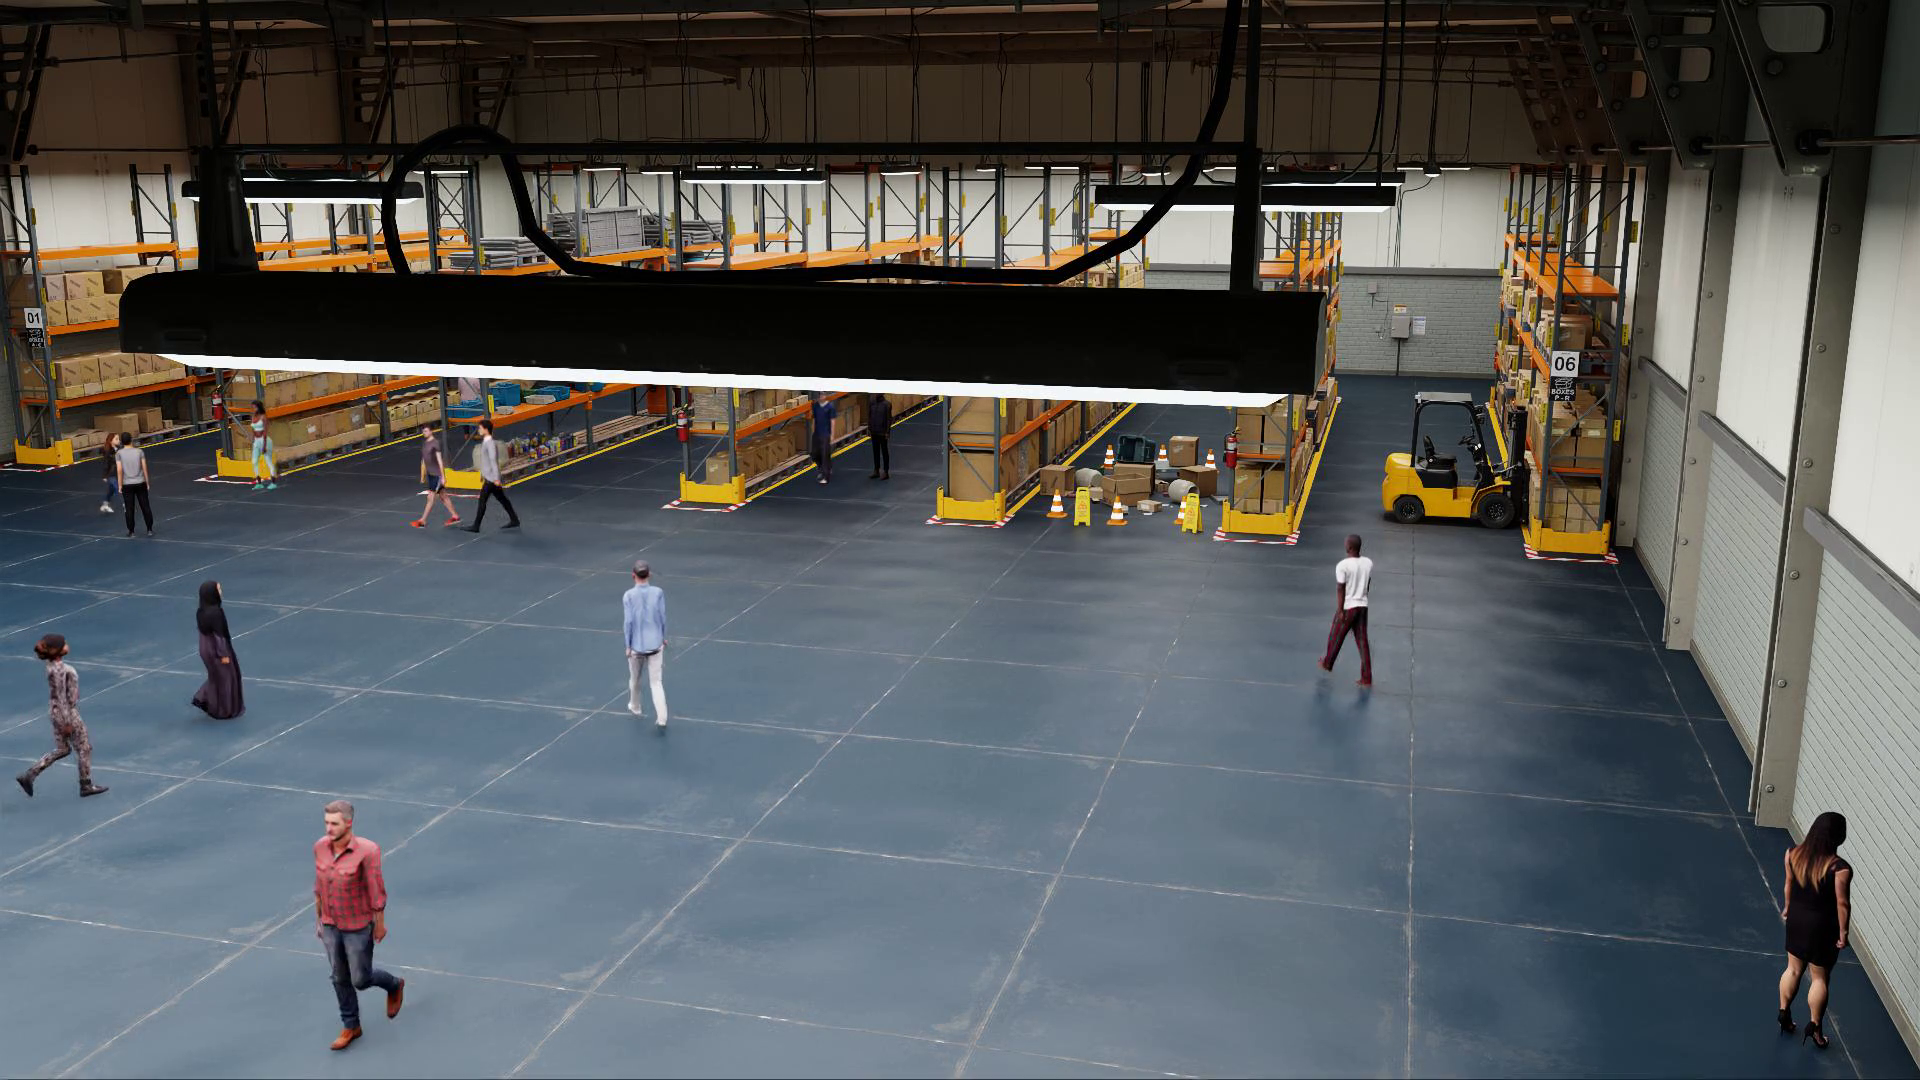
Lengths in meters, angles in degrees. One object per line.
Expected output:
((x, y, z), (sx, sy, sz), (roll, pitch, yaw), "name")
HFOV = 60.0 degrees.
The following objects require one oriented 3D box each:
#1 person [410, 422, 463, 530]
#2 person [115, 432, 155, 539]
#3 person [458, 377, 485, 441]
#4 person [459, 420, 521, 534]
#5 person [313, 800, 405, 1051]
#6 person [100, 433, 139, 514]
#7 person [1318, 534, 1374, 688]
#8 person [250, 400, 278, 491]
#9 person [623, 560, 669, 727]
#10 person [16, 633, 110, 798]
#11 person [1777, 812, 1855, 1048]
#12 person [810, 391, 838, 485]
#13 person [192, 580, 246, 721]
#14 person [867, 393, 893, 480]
((-8.787, -1.082, 28.116), (1.260, 1.803, 1.081), (-12, 17, -41), "person")
((-13.684, -0.924, 27.542), (0.702, 1.754, 0.769), (-8, 15, -31), "person")
((-10.886, -3.101, 36.970), (0.674, 1.743, 0.605), (3, 13, 13), "person")
((-7.728, -1.037, 27.779), (1.253, 1.867, 1.294), (-5, 14, -20), "person")
((-4.297, 2.680, 11.837), (0.716, 1.819, 0.861), (4, 14, 18), "person")
((-14.898, -1.140, 29.172), (0.681, 1.440, 0.931), (2, 13, 10), "person")
((4.727, 0.873, 19.730), (1.085, 1.778, 1.270), (-4, 14, -18), "person")
((-13.092, -1.787, 31.384), (0.590, 1.702, 0.747), (4, 14, 16), "person")
((-3.427, 1.174, 18.268), (1.153, 1.850, 1.253), (-6, 14, -25), "person")
((-8.794, 1.741, 16.167), (1.069, 1.695, 0.957), (-9, 16, -34), "person")
((6.056, 2.742, 11.795), (0.820, 1.716, 0.754), (-7, 15, -28), "person")
((-2.609, -2.032, 32.087), (0.719, 1.863, 0.700), (6, 14, 24), "person")
((-8.363, 1.236, 18.544), (0.910, 1.606, 0.821), (-11, 17, -40), "person")
((-1.560, -2.114, 32.499), (0.761, 1.836, 0.700), (9, 16, 33), "person")
